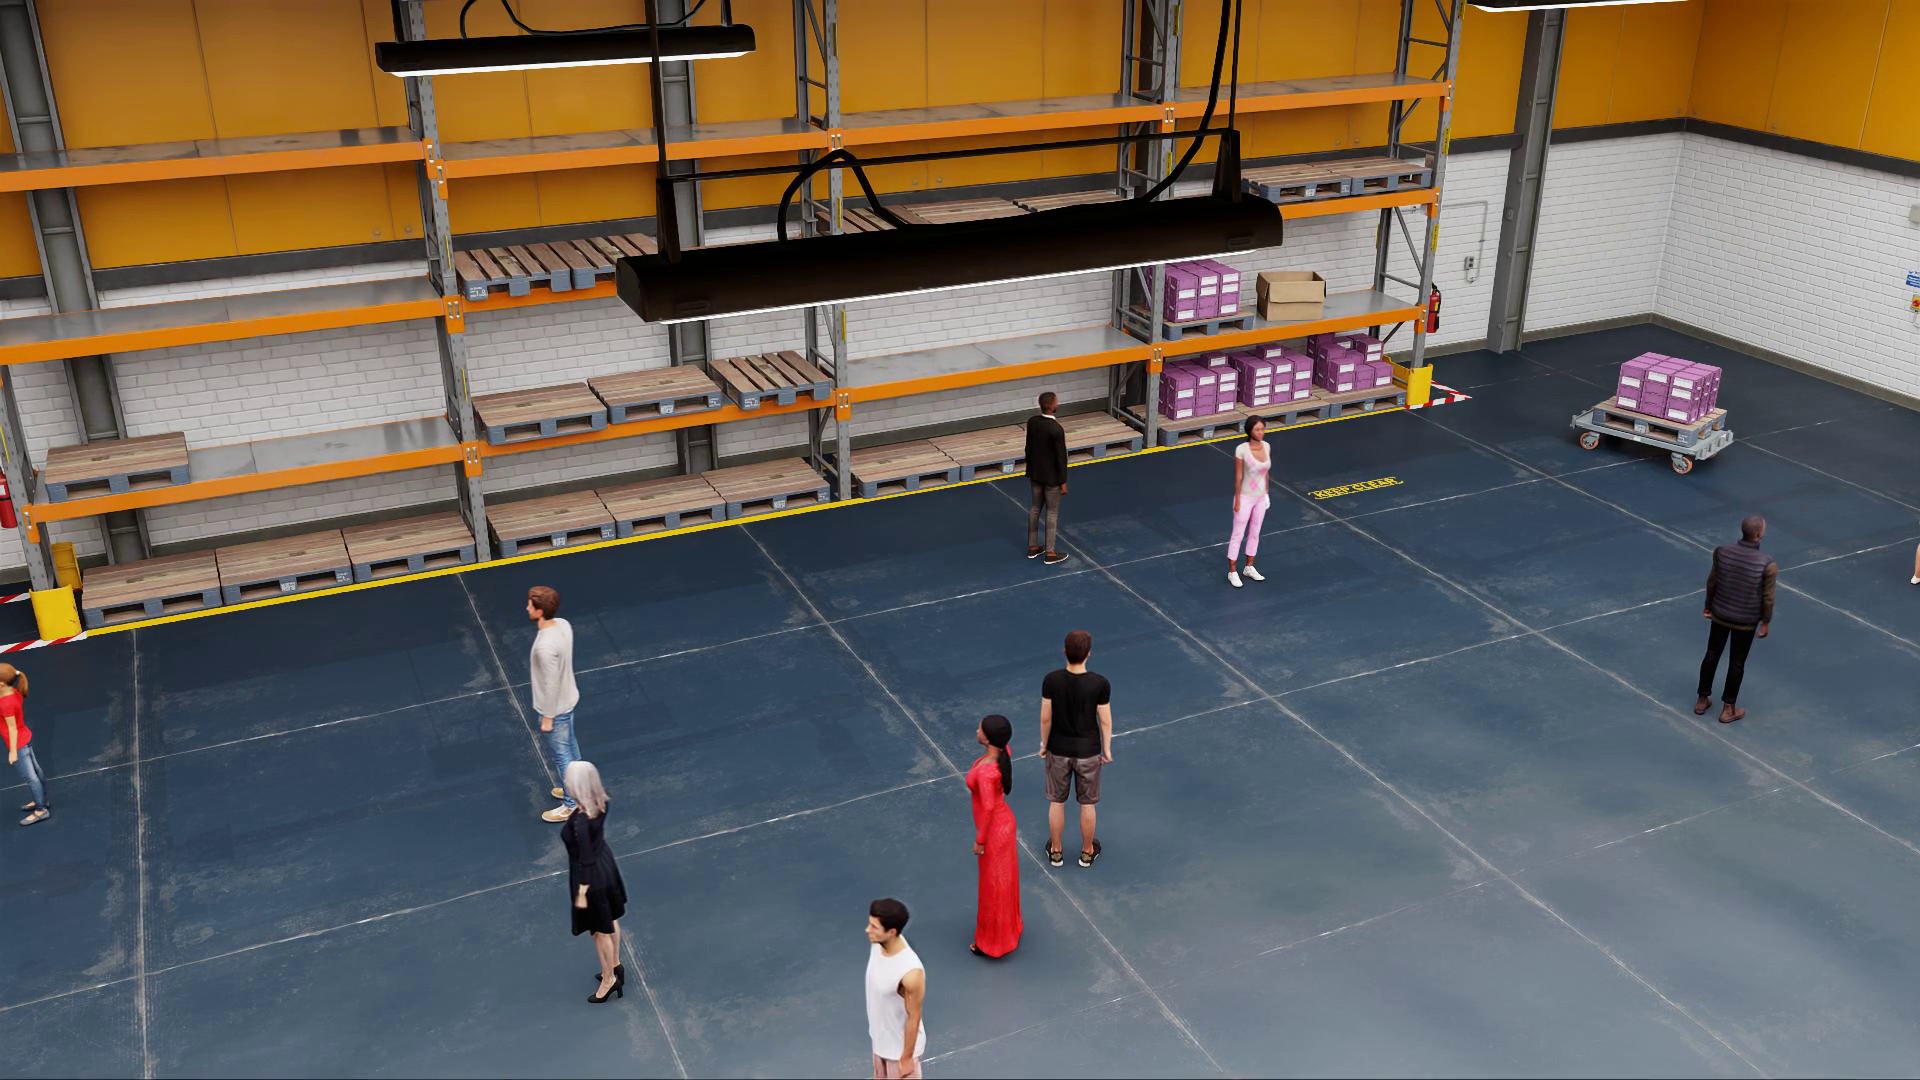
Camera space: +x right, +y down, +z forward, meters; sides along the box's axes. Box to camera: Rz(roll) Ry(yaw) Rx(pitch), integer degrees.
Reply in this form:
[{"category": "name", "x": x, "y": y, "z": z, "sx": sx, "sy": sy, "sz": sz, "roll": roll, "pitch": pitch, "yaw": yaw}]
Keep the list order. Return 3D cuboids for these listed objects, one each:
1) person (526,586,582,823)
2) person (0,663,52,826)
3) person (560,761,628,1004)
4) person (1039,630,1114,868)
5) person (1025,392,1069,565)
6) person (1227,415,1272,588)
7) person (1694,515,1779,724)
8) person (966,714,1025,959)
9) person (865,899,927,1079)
[{"category": "person", "x": -3.033, "y": 1.221, "z": 12.519, "sx": 0.728, "sy": 1.902, "sz": 0.751, "roll": 0, "pitch": 24, "yaw": 1}, {"category": "person", "x": -7.105, "y": 1.518, "z": 12.578, "sx": 0.504, "sy": 1.311, "sz": 0.485, "roll": -9, "pitch": 25, "yaw": -20}, {"category": "person", "x": -2.334, "y": 2.161, "z": 10.564, "sx": 0.713, "sy": 1.746, "sz": 0.696, "roll": 1, "pitch": 24, "yaw": 3}, {"category": "person", "x": 0.808, "y": 1.497, "z": 11.941, "sx": 0.704, "sy": 1.860, "sz": 0.828, "roll": 3, "pitch": 24, "yaw": 6}, {"category": "person", "x": 0.875, "y": -0.646, "z": 16.919, "sx": 0.664, "sy": 1.800, "sz": 0.727, "roll": -21, "pitch": 31, "yaw": -39}, {"category": "person", "x": 2.867, "y": -0.404, "z": 16.437, "sx": 0.470, "sy": 1.741, "sz": 0.642, "roll": -13, "pitch": 27, "yaw": -27}, {"category": "person", "x": 6.483, "y": 0.642, "z": 13.928, "sx": 0.682, "sy": 1.835, "sz": 0.763, "roll": -20, "pitch": 31, "yaw": -38}, {"category": "person", "x": 0.225, "y": 1.946, "z": 11.008, "sx": 0.783, "sy": 1.784, "sz": 0.733, "roll": 6, "pitch": 24, "yaw": 14}, {"category": "person", "x": -0.342, "y": 2.734, "z": 9.204, "sx": 0.535, "sy": 1.786, "sz": 0.637, "roll": -11, "pitch": 26, "yaw": -24}]
